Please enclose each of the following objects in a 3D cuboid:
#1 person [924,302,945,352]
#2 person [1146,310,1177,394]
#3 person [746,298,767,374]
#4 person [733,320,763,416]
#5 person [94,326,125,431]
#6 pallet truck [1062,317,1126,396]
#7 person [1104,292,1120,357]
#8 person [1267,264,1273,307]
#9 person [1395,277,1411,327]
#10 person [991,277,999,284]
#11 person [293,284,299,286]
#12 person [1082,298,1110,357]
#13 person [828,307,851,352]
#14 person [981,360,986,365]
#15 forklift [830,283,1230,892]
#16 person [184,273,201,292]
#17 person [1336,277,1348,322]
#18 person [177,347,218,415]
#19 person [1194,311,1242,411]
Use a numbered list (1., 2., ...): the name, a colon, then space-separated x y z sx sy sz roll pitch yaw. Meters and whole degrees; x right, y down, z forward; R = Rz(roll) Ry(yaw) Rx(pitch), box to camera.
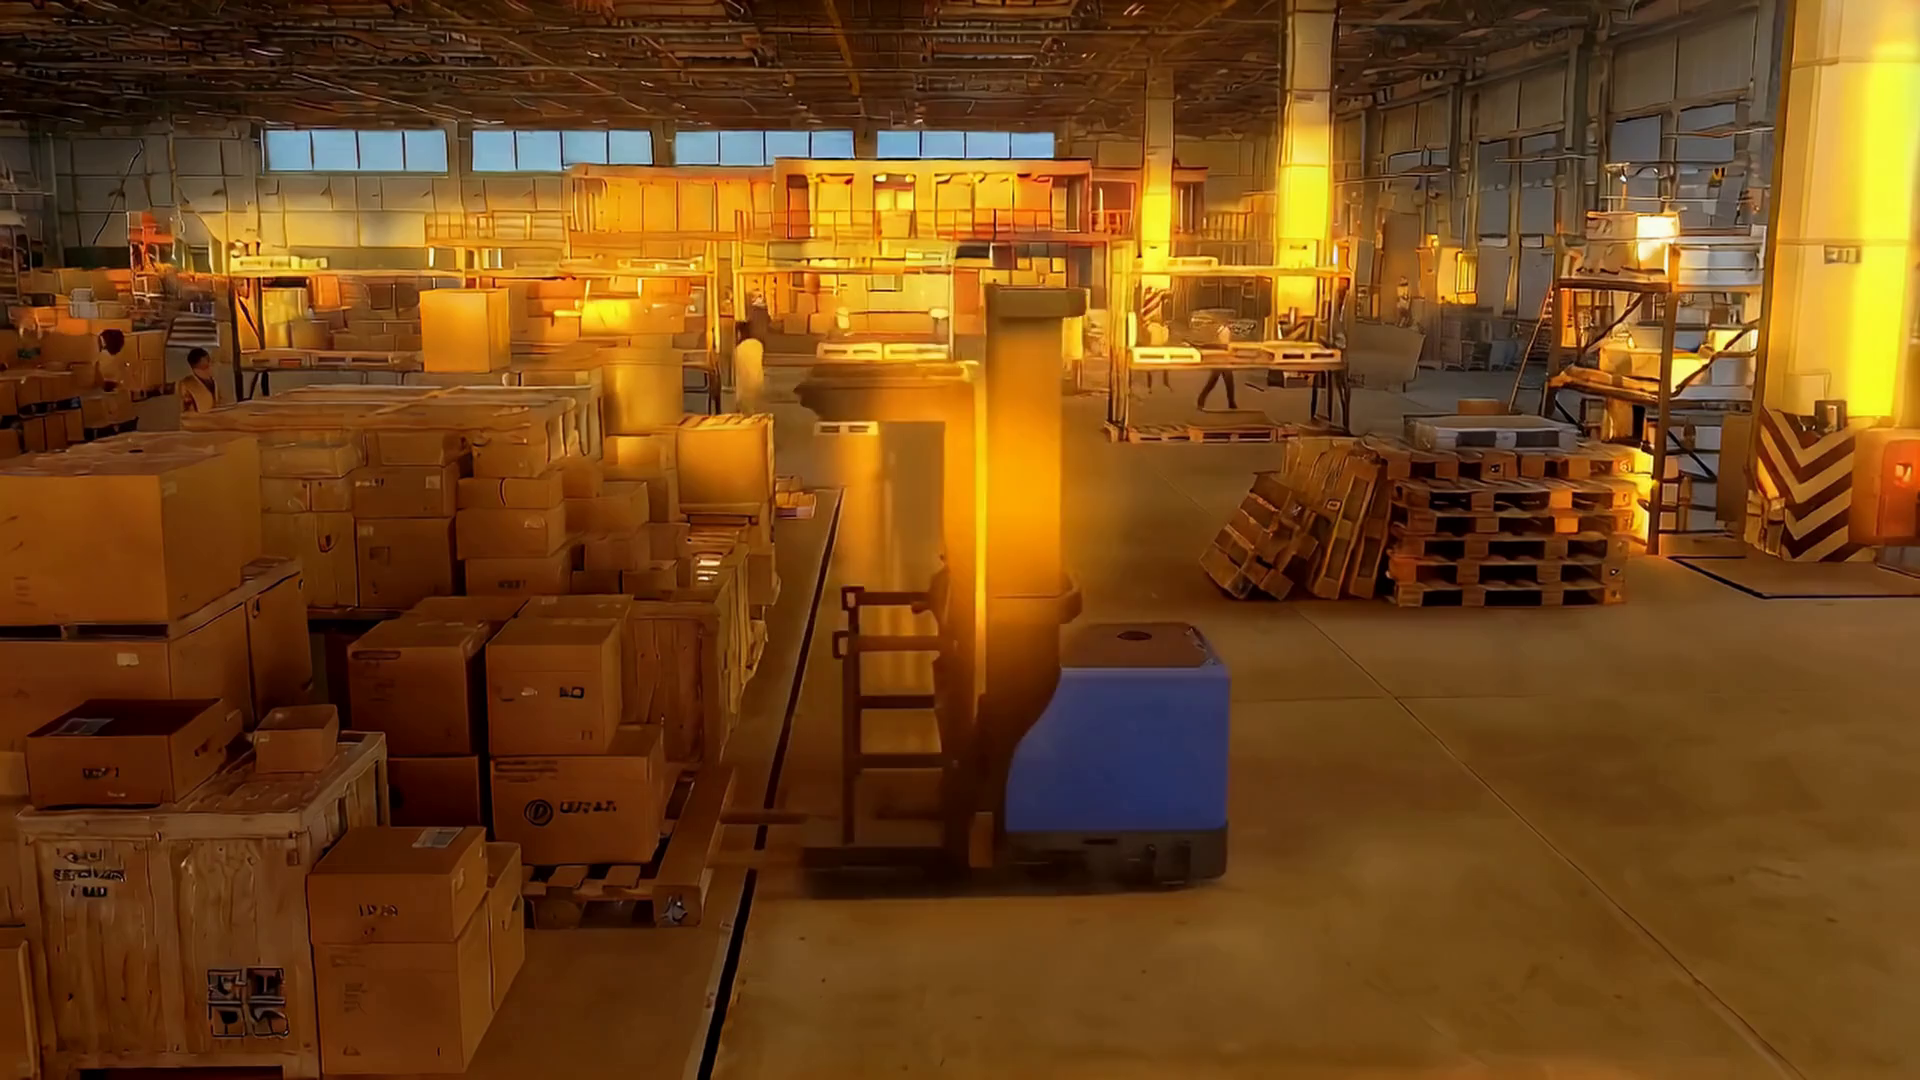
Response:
1. person: -0.535 -4.368 36.539 0.490 1.726 0.636 6 12 31
2. person: 4.016 -3.755 33.268 0.819 1.655 0.553 -10 14 -44
3. person: -4.686 -4.690 38.265 0.531 1.751 0.528 -3 11 -19
4. person: -3.001 -2.184 23.844 0.671 1.922 0.630 4 11 23
5. person: -11.111 -1.831 21.822 0.620 1.928 0.649 -4 11 -21
6. pallet truck: 2.483 -3.881 33.060 1.885 1.965 0.823 -7 13 -36
7. person: 3.434 -4.542 36.929 0.589 1.930 0.360 -3 11 -16
8. person: 14.559 -11.892 77.697 0.397 1.992 0.621 9 14 41
9. person: 13.824 -7.226 51.849 0.340 1.942 0.551 -8 13 -37
10. person: 1.043 -7.310 52.370 0.379 1.931 0.625 4 11 21
11. person: -18.352 -6.156 46.090 0.512 1.872 0.328 -5 11 -25
12. person: 2.987 -4.375 36.329 0.630 1.822 0.589 -3 11 -18
13. person: -2.143 -3.114 29.053 0.608 1.911 0.592 5 11 27
14. person: 1.038 -5.235 40.790 1.039 1.946 0.627 9 13 40
15. forklift: 0.315 0.172 8.022 1.873 2.768 1.129 0 10 -2
16. person: -24.690 -7.614 53.793 0.654 2.014 0.745 4 11 22
17. person: 12.153 -7.449 53.146 0.614 1.927 0.763 9 14 41
18. person: -8.077 -1.095 17.755 0.391 1.922 0.593 1 10 6
19. person: 4.603 -3.162 29.592 0.930 1.813 0.525 -5 11 -25
